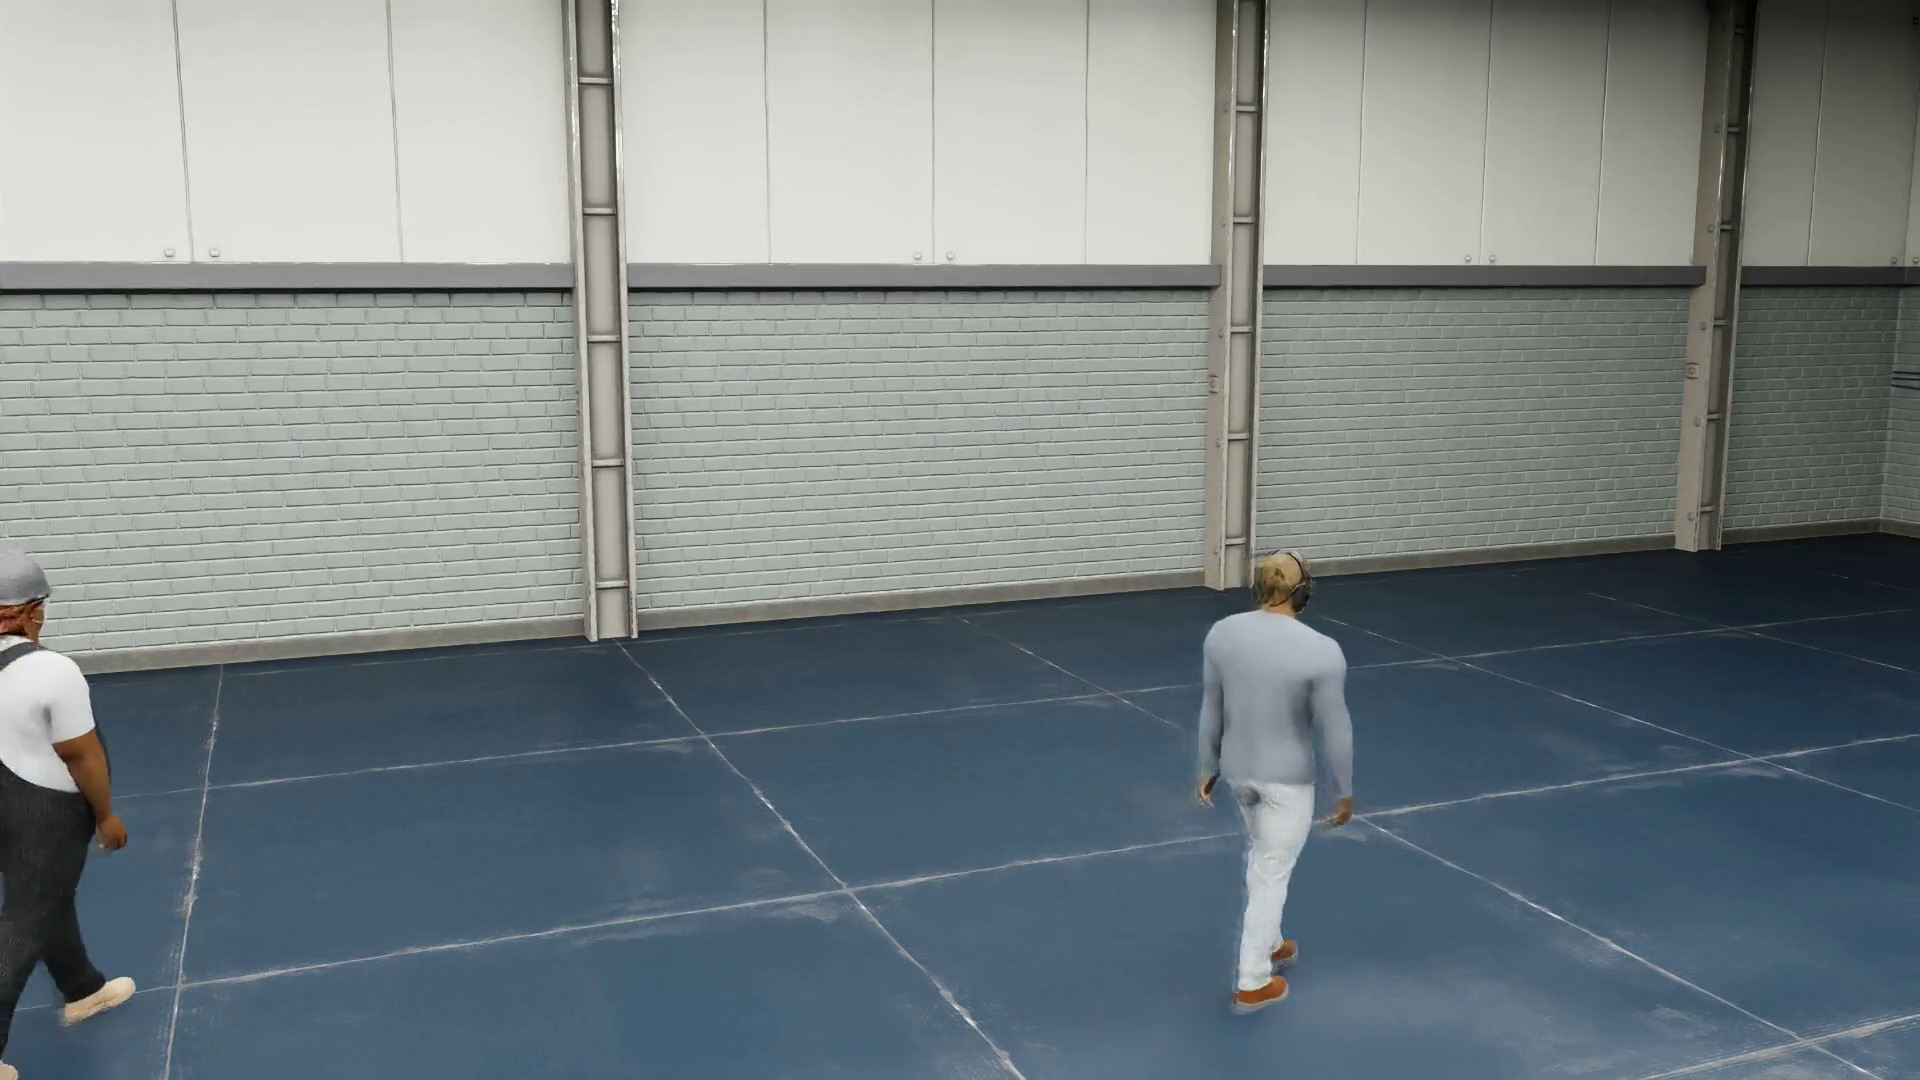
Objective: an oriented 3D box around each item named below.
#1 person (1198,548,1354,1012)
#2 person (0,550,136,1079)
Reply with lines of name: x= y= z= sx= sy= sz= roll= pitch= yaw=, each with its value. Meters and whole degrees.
person: x=1.373 y=0.977 z=6.981 sx=0.654 sy=1.910 sz=0.772 roll=9 pitch=12 yaw=43
person: x=-3.604 y=1.013 z=6.356 sx=0.675 sy=2.000 sz=1.011 roll=4 pitch=10 yaw=22
